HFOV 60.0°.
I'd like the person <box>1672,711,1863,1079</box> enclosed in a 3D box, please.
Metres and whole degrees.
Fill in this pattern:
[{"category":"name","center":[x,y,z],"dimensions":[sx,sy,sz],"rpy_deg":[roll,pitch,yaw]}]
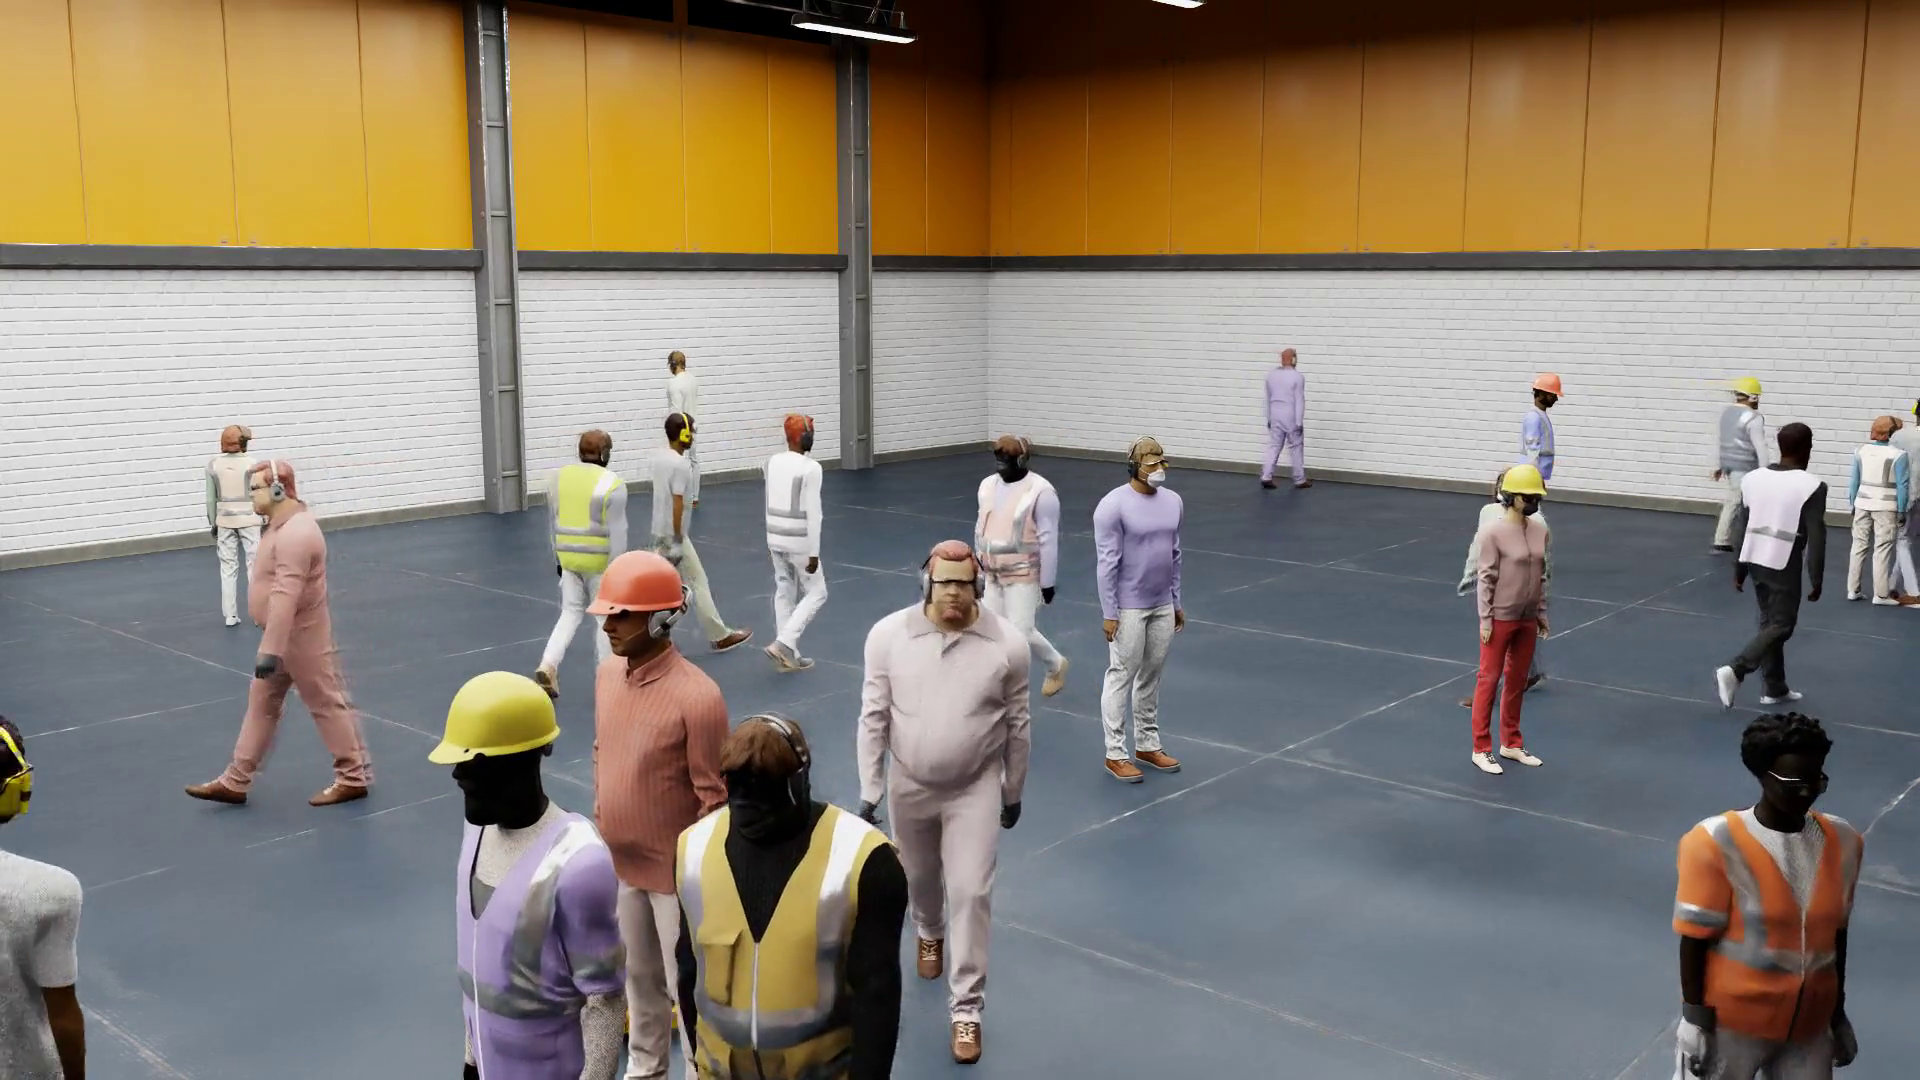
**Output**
[{"category":"person","center":[2.171,1.280,4.511],"dimensions":[0.541,1.696,0.317],"rpy_deg":[-1,9,-9]}]

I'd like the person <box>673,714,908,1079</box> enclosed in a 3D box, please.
[{"category":"person","center":[-0.426,1.297,4.106],"dimensions":[0.623,1.799,0.945],"rpy_deg":[2,9,13]}]

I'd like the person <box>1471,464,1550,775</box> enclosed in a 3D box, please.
[{"category":"person","center":[3.168,0.446,9.518],"dimensions":[0.522,1.770,0.310],"rpy_deg":[-5,10,-29]}]

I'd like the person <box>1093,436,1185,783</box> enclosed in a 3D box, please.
[{"category":"person","center":[1.029,0.380,9.391],"dimensions":[0.630,1.940,0.370],"rpy_deg":[-8,12,-39]}]

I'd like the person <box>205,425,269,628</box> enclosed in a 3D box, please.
[{"category":"person","center":[-5.790,-0.106,13.390],"dimensions":[0.517,1.636,0.313],"rpy_deg":[0,9,1]}]

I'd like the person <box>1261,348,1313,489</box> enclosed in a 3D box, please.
[{"category":"person","center":[4.325,-1.602,22.035],"dimensions":[0.811,1.881,0.660],"rpy_deg":[-7,12,-39]}]

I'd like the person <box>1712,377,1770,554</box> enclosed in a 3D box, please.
[{"category":"person","center":[8.048,-0.748,16.892],"dimensions":[0.833,1.799,0.608],"rpy_deg":[-1,9,-7]}]

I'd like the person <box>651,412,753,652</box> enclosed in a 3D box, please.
[{"category":"person","center":[-2.024,-0.030,12.344],"dimensions":[0.944,1.816,0.542],"rpy_deg":[-7,11,-36]}]

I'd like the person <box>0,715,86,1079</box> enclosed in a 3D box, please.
[{"category":"person","center":[-2.259,1.314,3.822],"dimensions":[0.517,1.846,0.843],"rpy_deg":[-2,9,-10]}]

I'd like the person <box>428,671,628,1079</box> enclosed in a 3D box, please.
[{"category":"person","center":[-1.031,1.251,3.963],"dimensions":[0.382,1.924,0.594],"rpy_deg":[-9,13,-43]}]

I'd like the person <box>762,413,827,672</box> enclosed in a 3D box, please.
[{"category":"person","center":[-1.194,0.038,11.767],"dimensions":[0.591,1.874,0.455],"rpy_deg":[8,12,40]}]

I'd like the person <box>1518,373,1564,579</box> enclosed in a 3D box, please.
[{"category":"person","center":[5.423,-0.601,15.584],"dimensions":[0.372,1.929,0.543],"rpy_deg":[4,10,22]}]

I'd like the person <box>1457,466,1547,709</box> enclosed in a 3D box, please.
[{"category":"person","center":[3.652,0.293,11.026],"dimensions":[0.863,1.592,0.512],"rpy_deg":[-5,10,-29]}]

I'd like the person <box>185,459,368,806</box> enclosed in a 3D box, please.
[{"category":"person","center":[-3.627,0.516,8.749],"dimensions":[0.951,1.861,0.667],"rpy_deg":[-5,10,-29]}]

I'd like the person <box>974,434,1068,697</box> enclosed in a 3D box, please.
[{"category":"person","center":[0.376,0.216,10.782],"dimensions":[0.631,1.826,0.604],"rpy_deg":[9,13,44]}]

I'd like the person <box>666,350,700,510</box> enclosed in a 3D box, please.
[{"category":"person","center":[-3.348,-1.313,20.043],"dimensions":[0.379,1.933,0.629],"rpy_deg":[2,9,14]}]

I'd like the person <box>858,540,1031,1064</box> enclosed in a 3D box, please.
[{"category":"person","center":[-0.055,0.904,6.340],"dimensions":[0.641,1.868,0.951],"rpy_deg":[1,9,5]}]

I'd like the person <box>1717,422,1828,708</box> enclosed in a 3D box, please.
[{"category":"person","center":[5.257,0.179,10.810],"dimensions":[0.799,1.893,0.605],"rpy_deg":[-4,10,-24]}]

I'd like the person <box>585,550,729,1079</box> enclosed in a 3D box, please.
[{"category":"person","center":[-0.959,1.015,5.224],"dimensions":[0.612,1.995,0.392],"rpy_deg":[9,12,43]}]

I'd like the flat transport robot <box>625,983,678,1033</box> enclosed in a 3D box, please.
[{"category":"flat transport robot","center":[-1.491,1.627,6.782],"dimensions":[0.652,0.197,1.431],"rpy_deg":[-2,9,-11]}]

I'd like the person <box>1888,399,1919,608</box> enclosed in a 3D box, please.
[{"category":"person","center":[8.113,-0.343,14.289],"dimensions":[0.623,1.831,0.614],"rpy_deg":[1,9,3]}]

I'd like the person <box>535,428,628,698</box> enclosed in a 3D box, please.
[{"category":"person","center":[-2.516,0.170,11.097],"dimensions":[0.646,1.824,0.674],"rpy_deg":[4,10,25]}]

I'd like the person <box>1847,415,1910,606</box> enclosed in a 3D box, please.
[{"category":"person","center":[7.901,-0.254,14.318],"dimensions":[0.310,1.636,0.523],"rpy_deg":[-4,10,-24]}]
